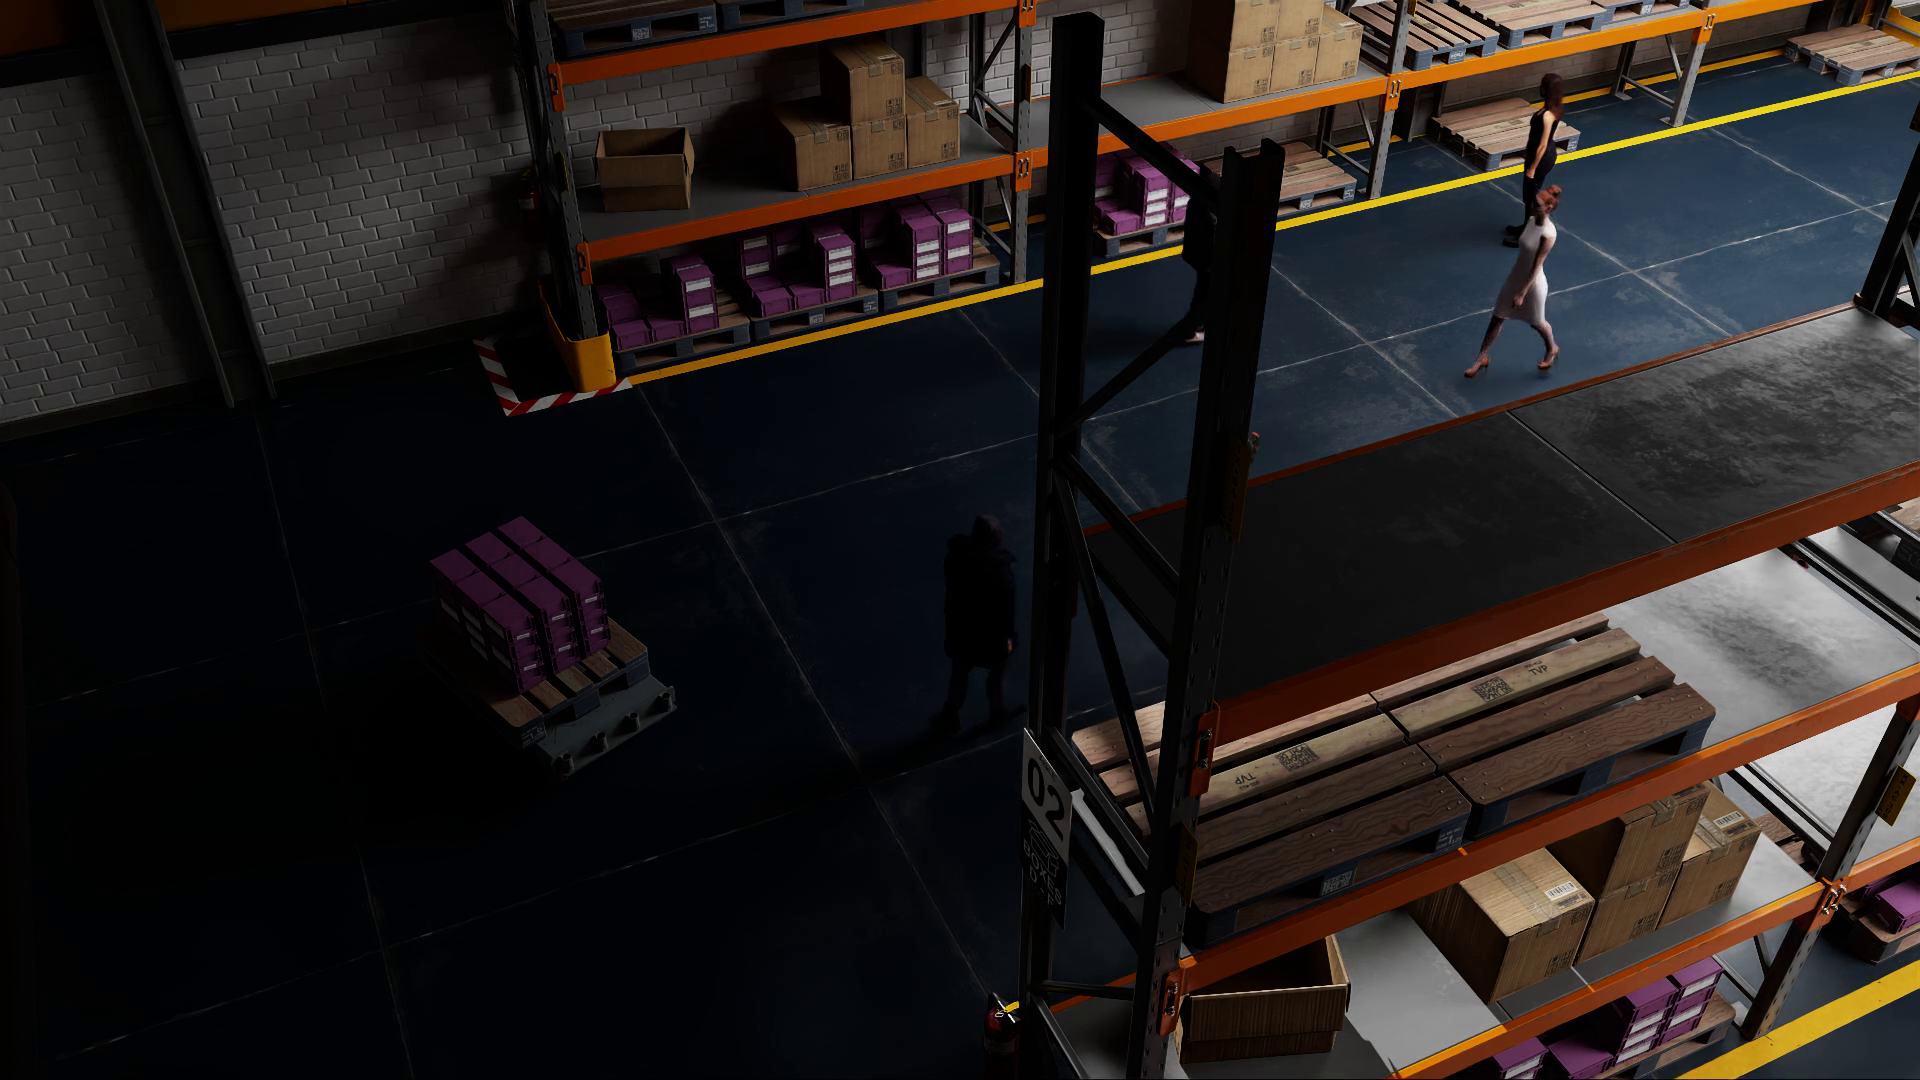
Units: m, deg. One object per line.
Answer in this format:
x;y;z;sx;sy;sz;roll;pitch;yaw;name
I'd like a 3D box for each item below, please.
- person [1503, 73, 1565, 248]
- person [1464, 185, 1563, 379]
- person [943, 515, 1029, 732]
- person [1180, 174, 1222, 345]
5.400;-3.542;15.531;0.736;1.687;0.665;15;41;18;person
4.739;-2.054;13.617;1.109;1.749;0.706;-9;39;-11;person
0.086;0.549;10.423;0.801;1.668;0.830;15;41;18;person
2.033;-2.361;14.140;0.799;1.576;0.714;-11;40;-14;person
